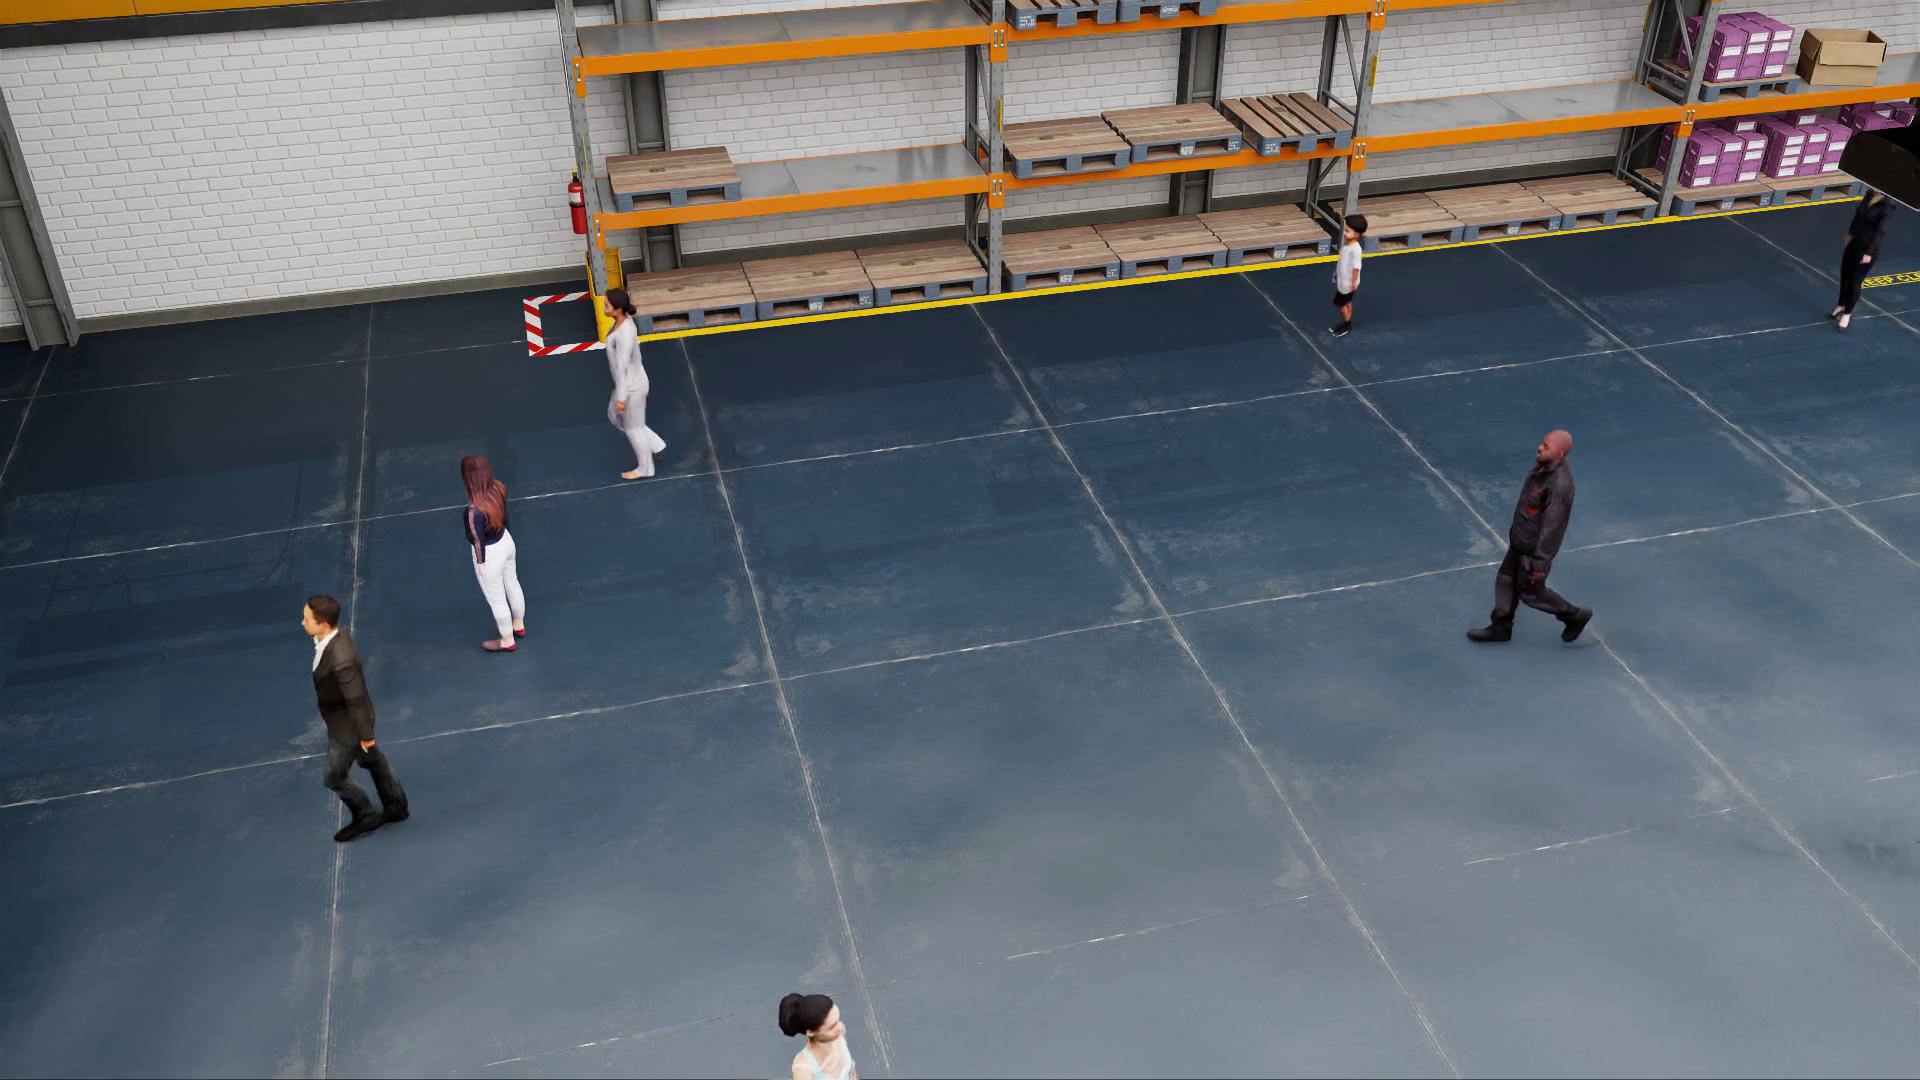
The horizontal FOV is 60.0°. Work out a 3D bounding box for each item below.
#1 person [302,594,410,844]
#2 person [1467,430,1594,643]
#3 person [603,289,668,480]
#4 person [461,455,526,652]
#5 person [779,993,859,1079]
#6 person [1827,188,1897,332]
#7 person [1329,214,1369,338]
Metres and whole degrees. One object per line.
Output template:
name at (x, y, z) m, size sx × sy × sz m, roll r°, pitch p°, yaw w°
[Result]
person at (-3.690, 1.074, 10.293) m, size 0.768 × 1.790 × 0.756 m, roll -14°, pitch 36°, yaw -21°
person at (4.215, 0.020, 11.874) m, size 1.162 × 1.794 × 0.883 m, roll 1°, pitch 34°, yaw 1°
person at (-2.682, -1.309, 13.937) m, size 0.672 × 1.724 × 0.639 m, roll -9°, pitch 35°, yaw -14°
person at (-3.362, 0.084, 11.947) m, size 0.696 × 1.607 × 0.677 m, roll 9°, pitch 35°, yaw 14°
person at (-0.684, 2.747, 7.808) m, size 0.887 × 1.754 × 0.793 m, roll 11°, pitch 35°, yaw 16°
person at (8.830, -2.859, 16.300) m, size 0.553 × 1.690 × 0.699 m, roll 3°, pitch 34°, yaw 4°
person at (3.865, -2.598, 16.306) m, size 0.510 × 1.249 × 0.518 m, roll -3°, pitch 34°, yaw -4°
